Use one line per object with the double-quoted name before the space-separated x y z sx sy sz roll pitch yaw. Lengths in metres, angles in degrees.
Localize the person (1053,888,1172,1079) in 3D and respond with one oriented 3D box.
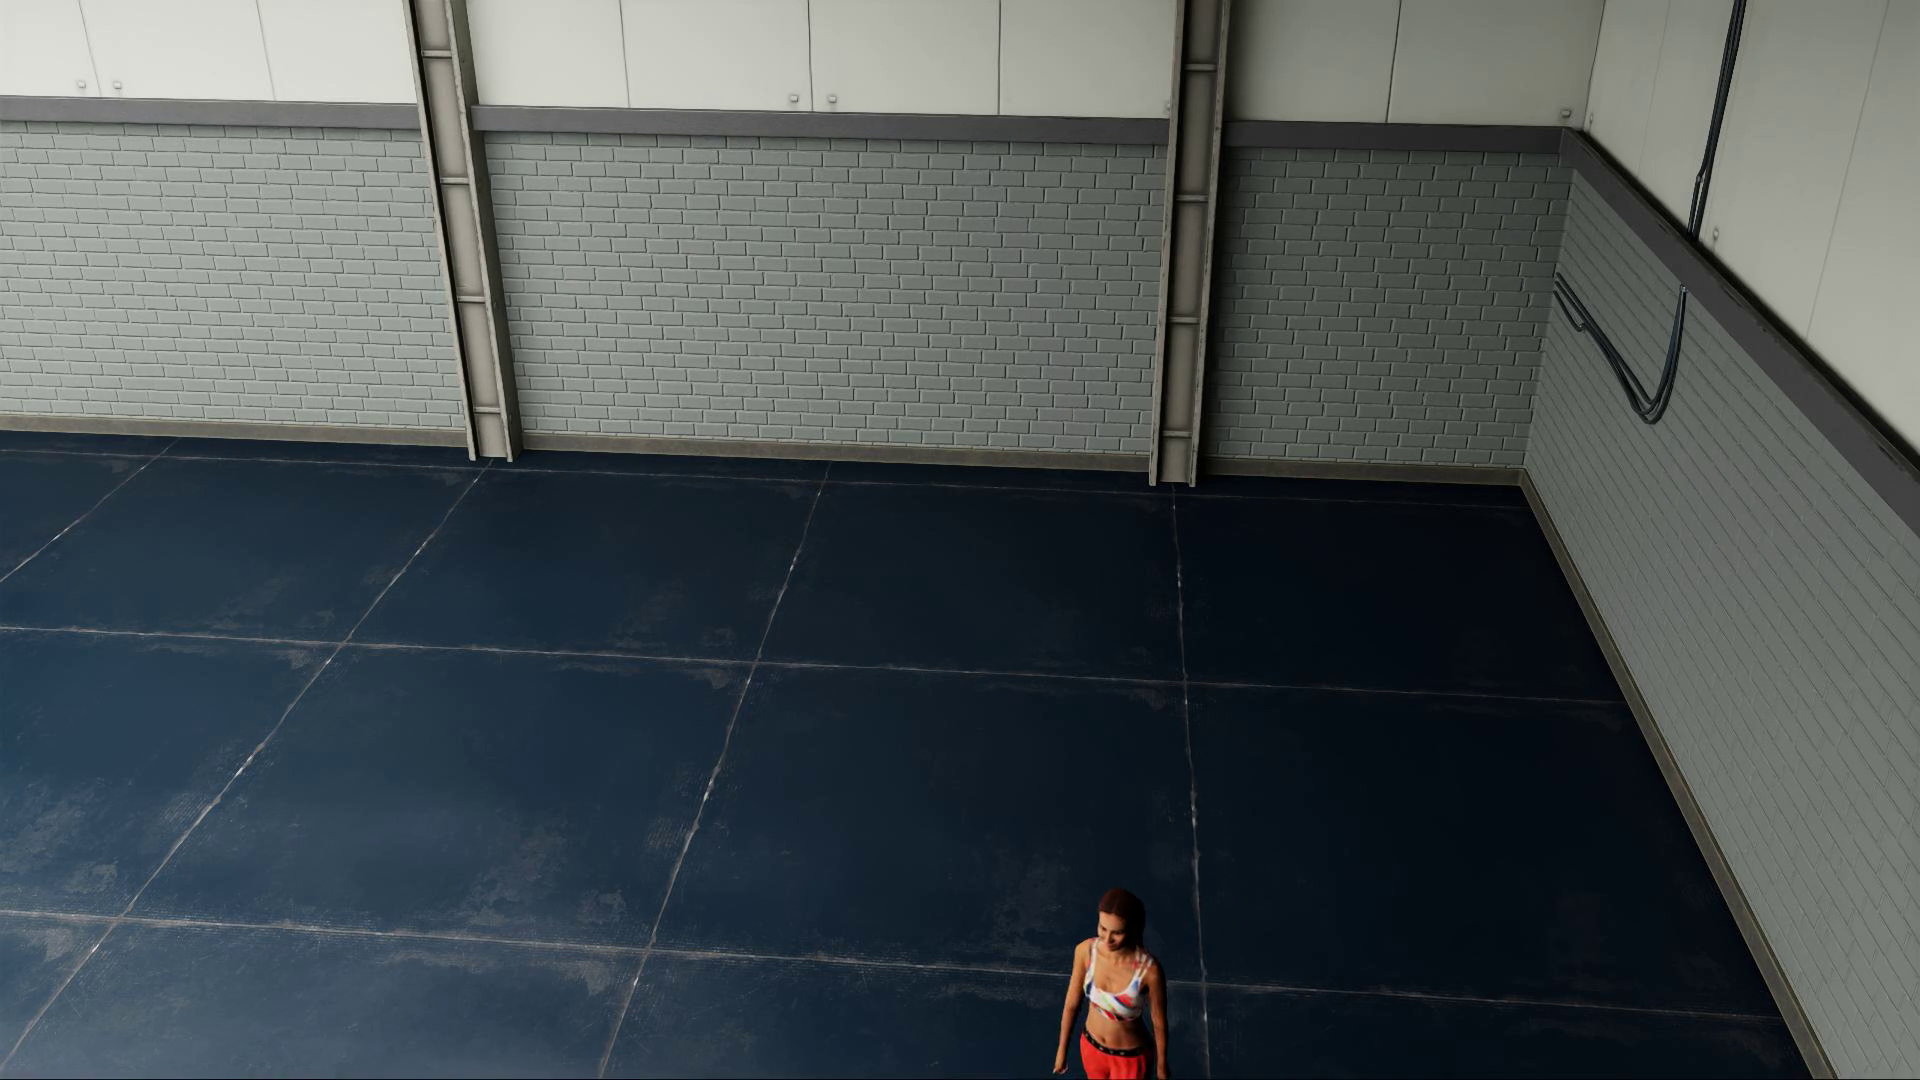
"person" 0.714 2.184 7.187 1.054 1.766 0.971 16 31 29
